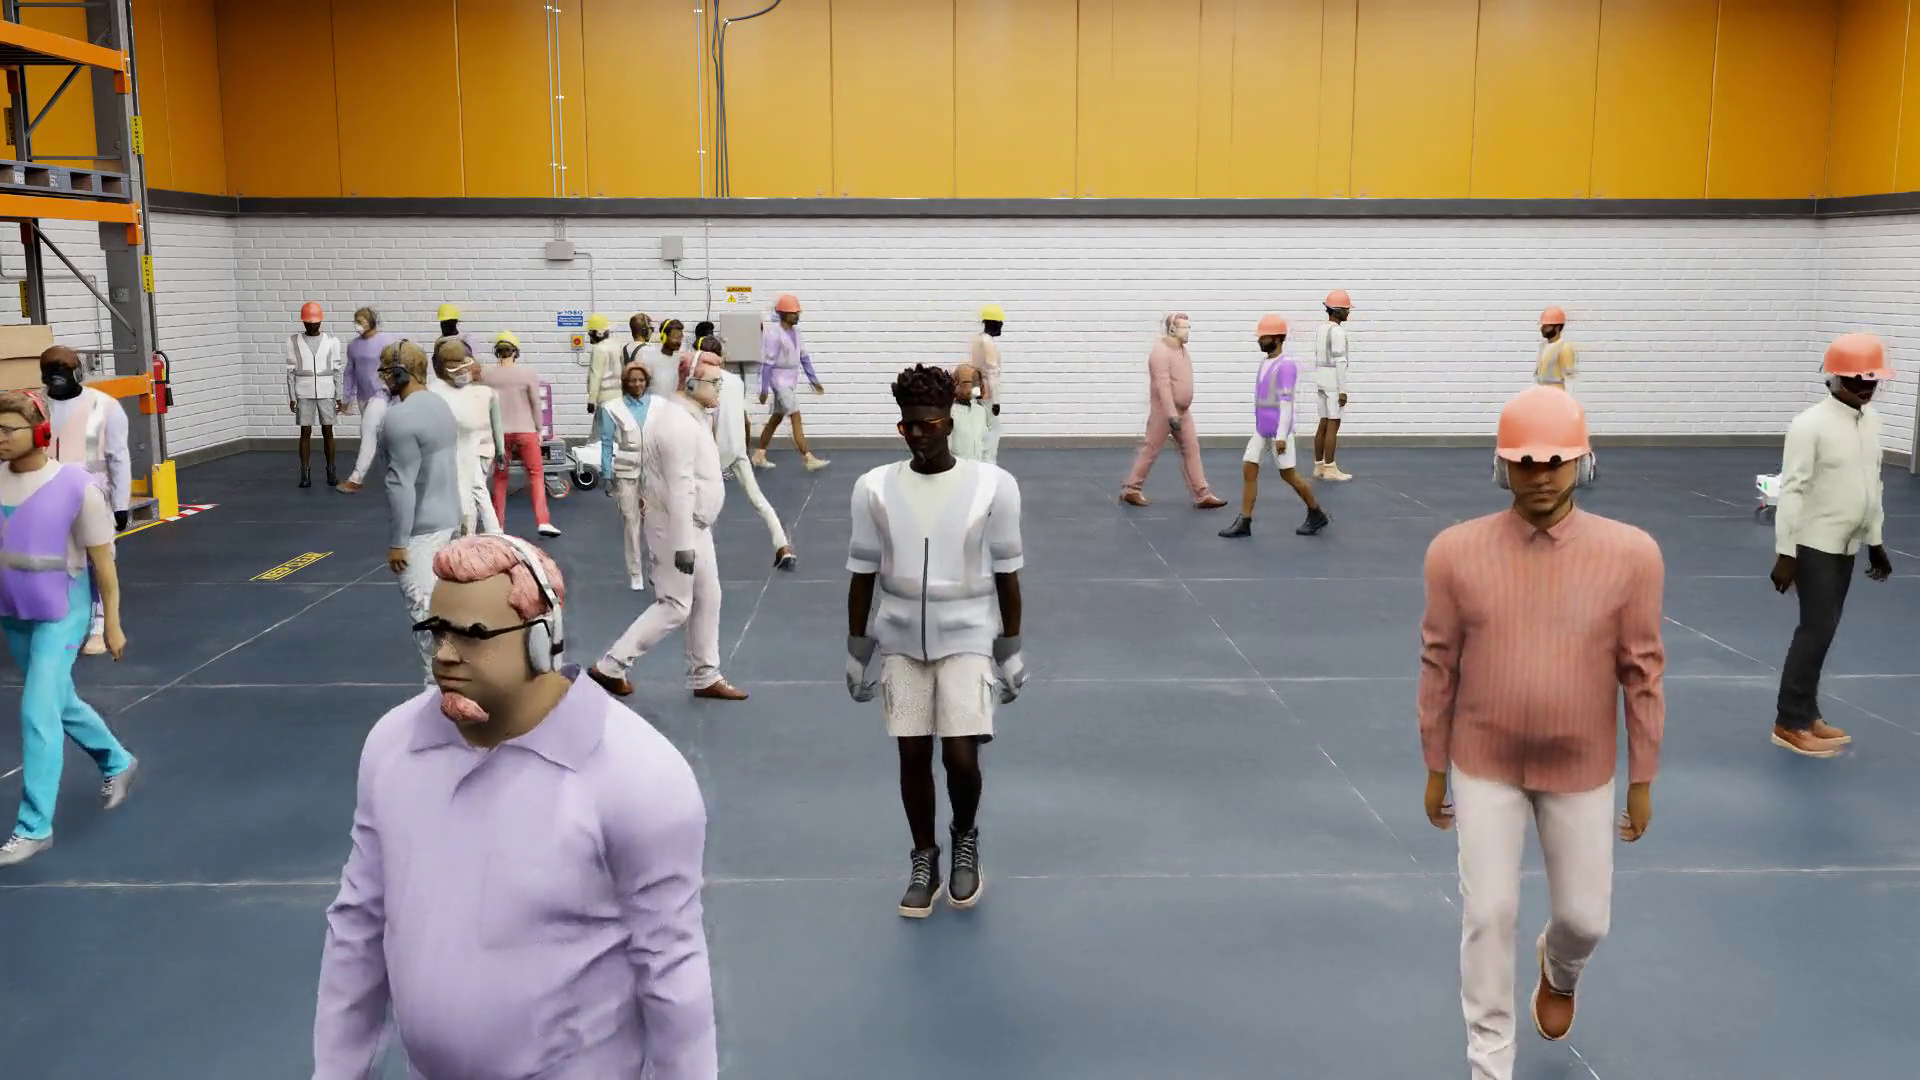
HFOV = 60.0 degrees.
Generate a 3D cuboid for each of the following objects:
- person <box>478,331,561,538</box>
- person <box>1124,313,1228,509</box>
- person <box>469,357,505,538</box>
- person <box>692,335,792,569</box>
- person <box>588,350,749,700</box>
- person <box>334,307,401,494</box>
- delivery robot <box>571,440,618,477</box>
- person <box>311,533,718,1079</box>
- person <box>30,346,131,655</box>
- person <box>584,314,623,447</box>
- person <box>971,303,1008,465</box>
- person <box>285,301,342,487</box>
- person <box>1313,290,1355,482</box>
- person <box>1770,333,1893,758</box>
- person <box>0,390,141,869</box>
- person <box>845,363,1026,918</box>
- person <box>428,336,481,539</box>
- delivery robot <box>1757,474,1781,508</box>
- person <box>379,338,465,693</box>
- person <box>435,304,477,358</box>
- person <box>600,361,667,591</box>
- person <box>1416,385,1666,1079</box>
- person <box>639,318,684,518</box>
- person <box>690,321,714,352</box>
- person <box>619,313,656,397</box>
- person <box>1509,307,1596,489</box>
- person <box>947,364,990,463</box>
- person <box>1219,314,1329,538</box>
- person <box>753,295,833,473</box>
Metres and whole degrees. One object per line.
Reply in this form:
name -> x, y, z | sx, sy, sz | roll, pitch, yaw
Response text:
person -> -3.713, -0.867, 13.950 | 0.732, 1.739, 0.524 | 0, 9, 1
person -> 2.007, -1.212, 15.737 | 1.011, 1.857, 0.644 | 7, 12, 36
person -> -3.894, -0.680, 13.258 | 0.870, 1.588, 0.512 | 7, 12, 37
person -> -1.708, -0.662, 12.640 | 1.124, 1.775, 0.545 | 7, 12, 37
person -> -1.531, -0.054, 8.595 | 0.757, 1.865, 0.653 | 0, 9, 3
person -> -6.029, -1.447, 17.064 | 0.649, 1.890, 1.034 | 6, 11, 31
delivery robot -> -3.661, -0.862, 17.255 | 0.707, 0.478, 0.477 | -3, 10, -16
person -> -0.754, 0.899, 2.799 | 0.652, 1.853, 1.019 | 5, 10, 27
person -> -5.121, -0.190, 9.541 | 0.654, 1.819, 0.756 | -2, 9, -12
person -> -3.940, -1.614, 18.442 | 0.942, 1.779, 0.599 | 1, 9, 7
person -> 0.271, -1.551, 17.622 | 0.487, 1.907, 0.602 | -2, 9, -13
person -> -6.714, -1.513, 17.331 | 0.542, 1.930, 0.366 | -4, 10, -24
person -> 4.009, -1.646, 17.798 | 0.373, 2.043, 0.615 | -2, 9, -10
person -> 4.095, 0.026, 7.811 | 0.639, 1.970, 0.412 | -6, 11, -34
person -> -3.609, 0.296, 6.623 | 0.566, 1.812, 0.907 | 3, 10, 15
person -> -0.096, 0.362, 5.767 | 0.628, 1.945, 0.430 | 2, 10, 14
person -> -2.953, -0.247, 9.716 | 0.367, 1.897, 0.762 | -1, 9, -7
delivery robot -> 7.459, -0.451, 14.736 | 0.707, 0.478, 0.477 | 2, 9, 15
person -> -2.676, -0.036, 8.304 | 0.382, 1.930, 0.623 | 0, 9, 2
person -> -5.603, -1.673, 18.473 | 0.610, 1.873, 0.978 | 4, 10, 23
person -> -2.230, -0.431, 11.609 | 0.544, 1.619, 0.540 | -3, 10, -17
person -> 1.539, 0.565, 4.452 | 0.615, 1.979, 0.704 | 3, 10, 19
person -> -2.651, -1.052, 14.818 | 0.467, 1.834, 0.538 | 6, 11, 33
person -> -3.033, -1.679, 19.137 | 0.644, 1.679, 0.531 | 3, 10, 17
person -> -3.041, -1.252, 15.990 | 0.505, 1.846, 0.345 | 7, 12, 37
person -> 6.164, -1.461, 17.162 | 1.012, 1.894, 0.554 | 0, 9, -2
person -> 0.049, -0.394, 11.376 | 0.341, 1.620, 0.520 | 6, 11, 34
person -> 2.702, -0.957, 14.022 | 0.962, 1.903, 0.555 | -3, 10, -16
person -> -1.938, -1.740, 18.588 | 1.083, 1.985, 0.614 | 3, 10, 19
